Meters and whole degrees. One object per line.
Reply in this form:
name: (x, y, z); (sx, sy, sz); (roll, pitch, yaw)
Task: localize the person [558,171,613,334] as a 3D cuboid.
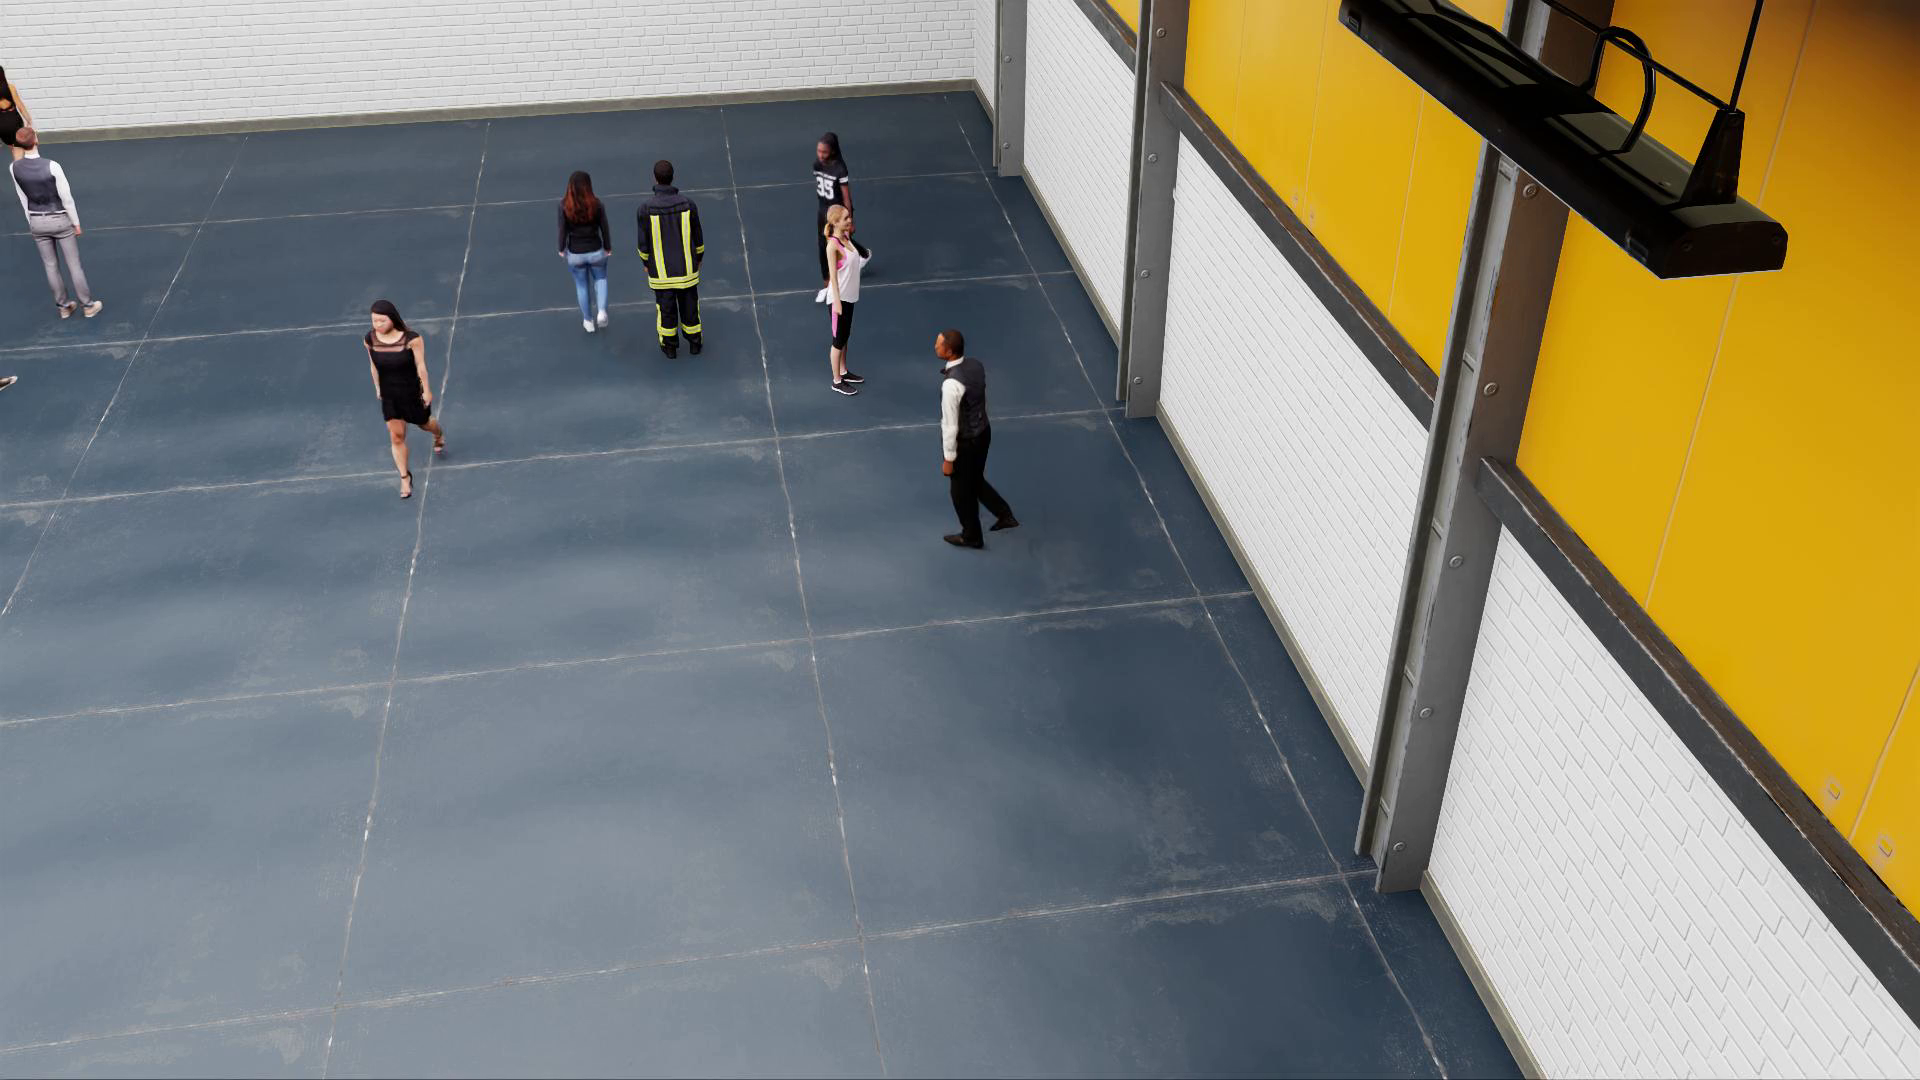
person: (-3.603, -2.748, 16.100); (0.709, 1.622, 0.740); (-12, 36, -18)

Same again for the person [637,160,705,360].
person: (-2.713, -2.643, 15.665); (0.825, 1.927, 0.709); (-11, 35, -15)

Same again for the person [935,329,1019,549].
person: (0.118, -0.736, 12.827); (1.014, 1.893, 0.977); (16, 37, 23)

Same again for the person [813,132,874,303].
person: (-1.220, -3.317, 16.897); (1.115, 1.686, 1.224); (19, 38, 26)

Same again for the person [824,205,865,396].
person: (-1.084, -2.199, 15.125); (0.736, 1.786, 0.603); (9, 35, 13)

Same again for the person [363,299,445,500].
person: (-4.566, -1.234, 13.768); (0.799, 1.681, 1.130); (0, 34, 1)

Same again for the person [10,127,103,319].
person: (-8.958, -3.124, 16.384); (0.639, 1.934, 0.556); (-4, 34, -6)

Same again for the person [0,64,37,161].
person: (-10.809, -4.618, 18.927); (0.591, 1.607, 0.999); (-5, 34, -8)
